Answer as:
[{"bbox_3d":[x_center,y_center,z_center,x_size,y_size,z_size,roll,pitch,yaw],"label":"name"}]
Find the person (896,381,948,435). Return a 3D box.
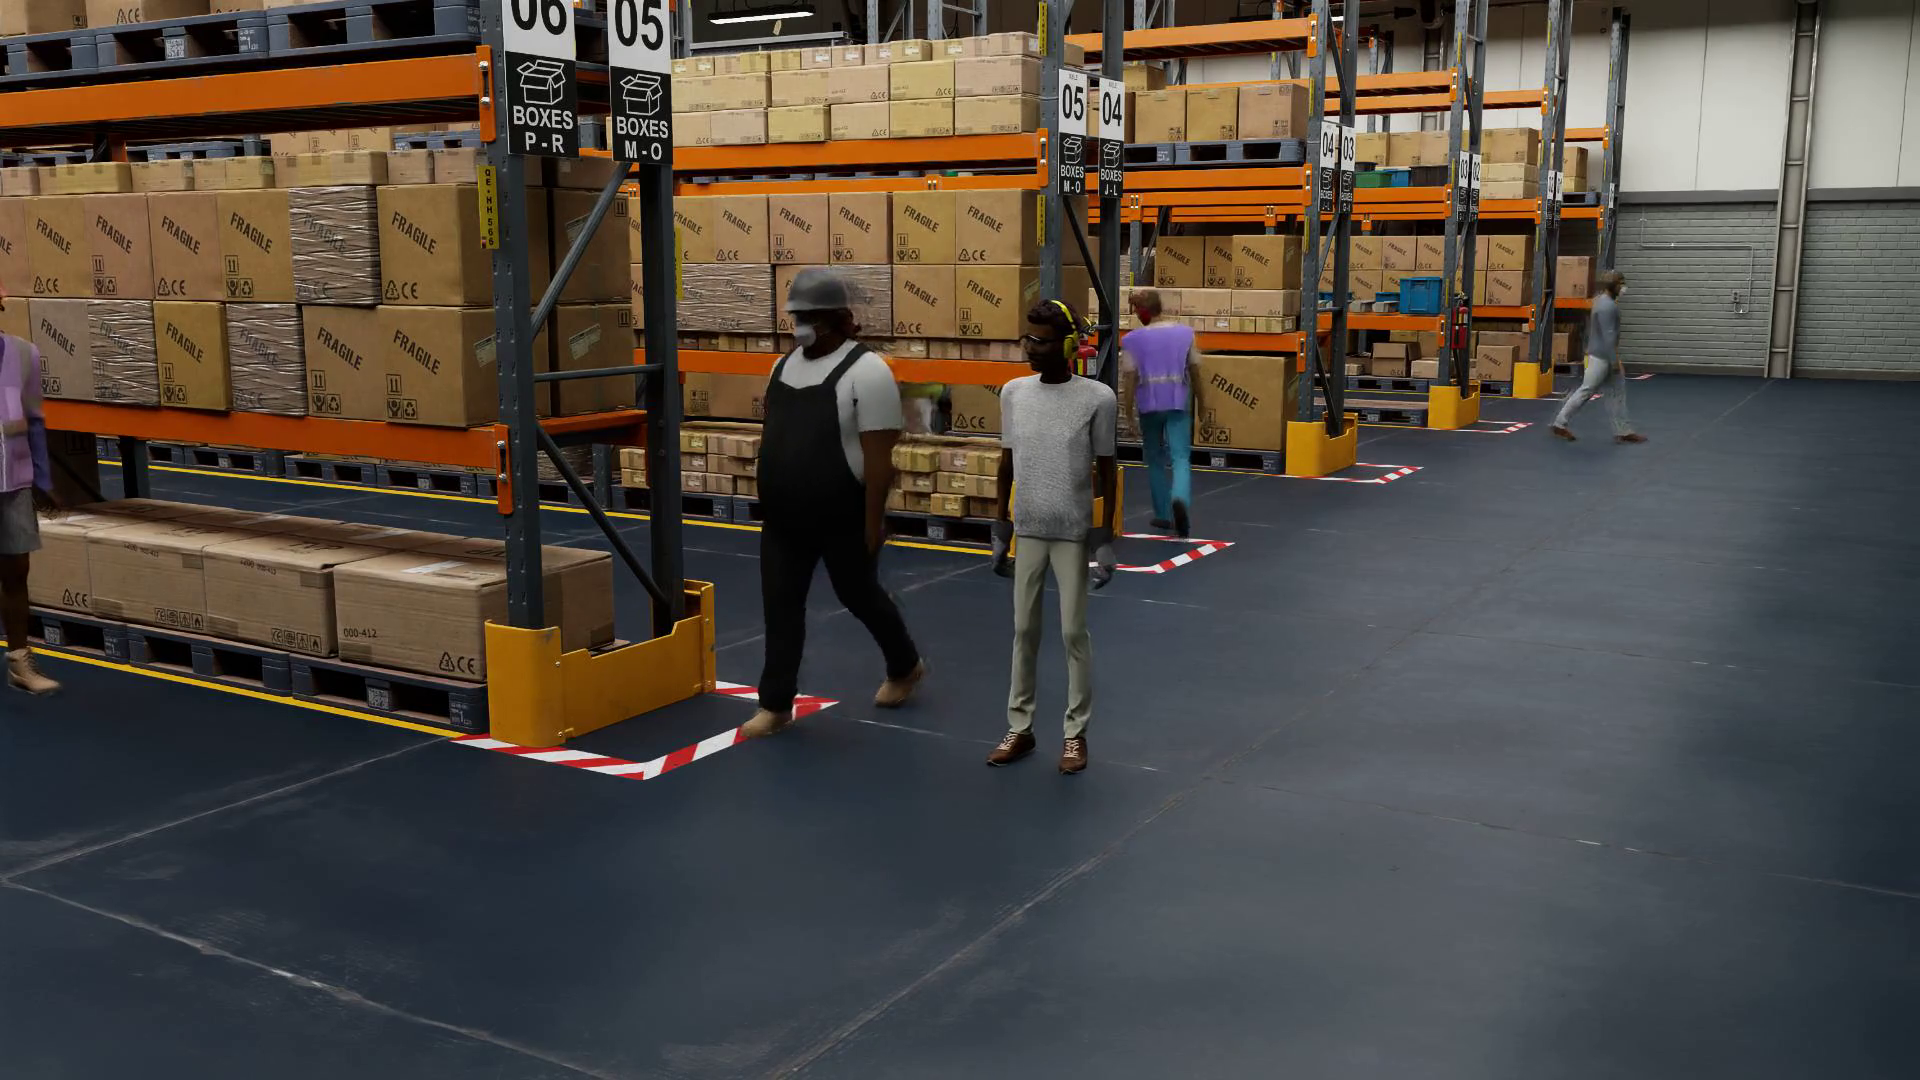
[{"bbox_3d":[-0.298,-1.209,13.749,0.901,1.813,0.630,6,11,30],"label":"person"}]

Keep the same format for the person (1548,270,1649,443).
[{"bbox_3d":[6.973,-1.992,18.114,1.027,1.895,0.639,5,11,25],"label":"person"}]

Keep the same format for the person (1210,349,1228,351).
[{"bbox_3d":[3.161,-2.260,20.057,0.429,1.754,0.527,5,11,26],"label":"person"}]

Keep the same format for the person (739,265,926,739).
[{"bbox_3d":[-0.538,-0.207,7.196,0.686,2.000,0.956,7,12,36],"label":"person"}]

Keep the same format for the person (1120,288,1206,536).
[{"bbox_3d":[1.491,-0.928,12.122,0.663,1.794,0.777,0,10,-2],"label":"person"}]

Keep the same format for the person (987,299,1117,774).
[{"bbox_3d":[0.367,-0.008,6.555,0.521,1.864,0.334,4,11,24],"label":"person"}]

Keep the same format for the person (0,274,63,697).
[{"bbox_3d":[-4.366,-0.257,7.485,0.392,2.039,0.614,5,11,29],"label":"person"}]
